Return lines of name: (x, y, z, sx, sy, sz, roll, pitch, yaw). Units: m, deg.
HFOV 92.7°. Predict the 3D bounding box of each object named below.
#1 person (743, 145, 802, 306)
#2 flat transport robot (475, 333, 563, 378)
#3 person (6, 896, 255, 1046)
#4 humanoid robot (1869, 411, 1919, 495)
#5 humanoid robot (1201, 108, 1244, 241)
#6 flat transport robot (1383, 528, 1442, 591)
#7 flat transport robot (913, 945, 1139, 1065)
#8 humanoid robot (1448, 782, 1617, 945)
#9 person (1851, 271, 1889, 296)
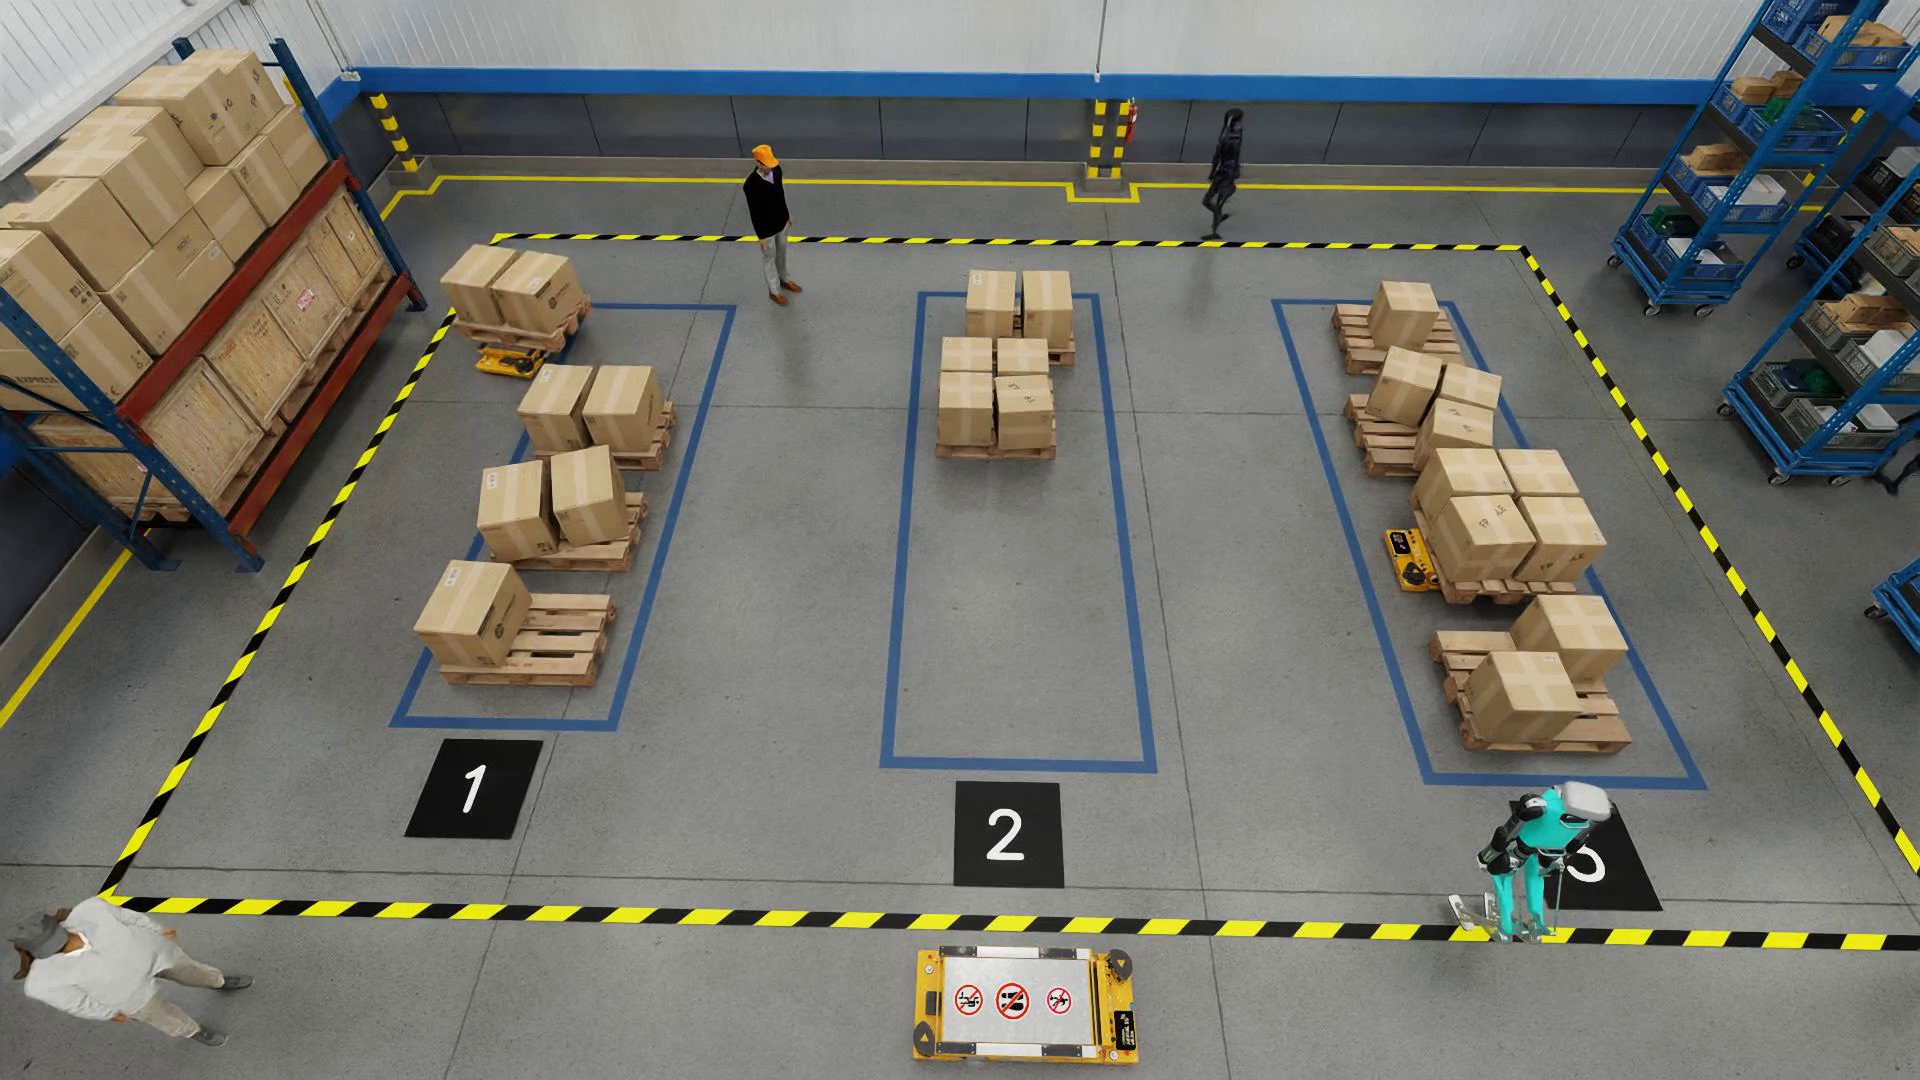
person: (-2.107, -3.555, 10.346, 0.382, 1.878, 0.584, 23, 55, 18)
flat transport robot: (-4.869, -2.413, 10.435, 0.652, 0.197, 1.431, 9, 51, 7)
person: (-4.915, 2.556, 5.434, 0.399, 1.765, 0.566, 2, 51, 2)
humanoid robot: (9.168, -1.117, 8.488, 0.589, 1.644, 0.460, 11, 52, 9)
humanoid robot: (3.245, -4.439, 11.198, 0.366, 1.648, 0.598, -8, 51, -7)
flat transport robot: (4.689, 0.155, 8.342, 1.431, 0.197, 0.652, 1, 51, 1)
flat transport robot: (0.422, 3.041, 6.007, 1.431, 0.231, 0.659, 1, 51, 1)
humanoid robot: (3.578, 2.145, 5.706, 0.533, 1.673, 0.735, 1, 51, 1)
person: (9.833, -2.708, 9.679, 0.633, 1.839, 0.429, 11, 52, 9)
